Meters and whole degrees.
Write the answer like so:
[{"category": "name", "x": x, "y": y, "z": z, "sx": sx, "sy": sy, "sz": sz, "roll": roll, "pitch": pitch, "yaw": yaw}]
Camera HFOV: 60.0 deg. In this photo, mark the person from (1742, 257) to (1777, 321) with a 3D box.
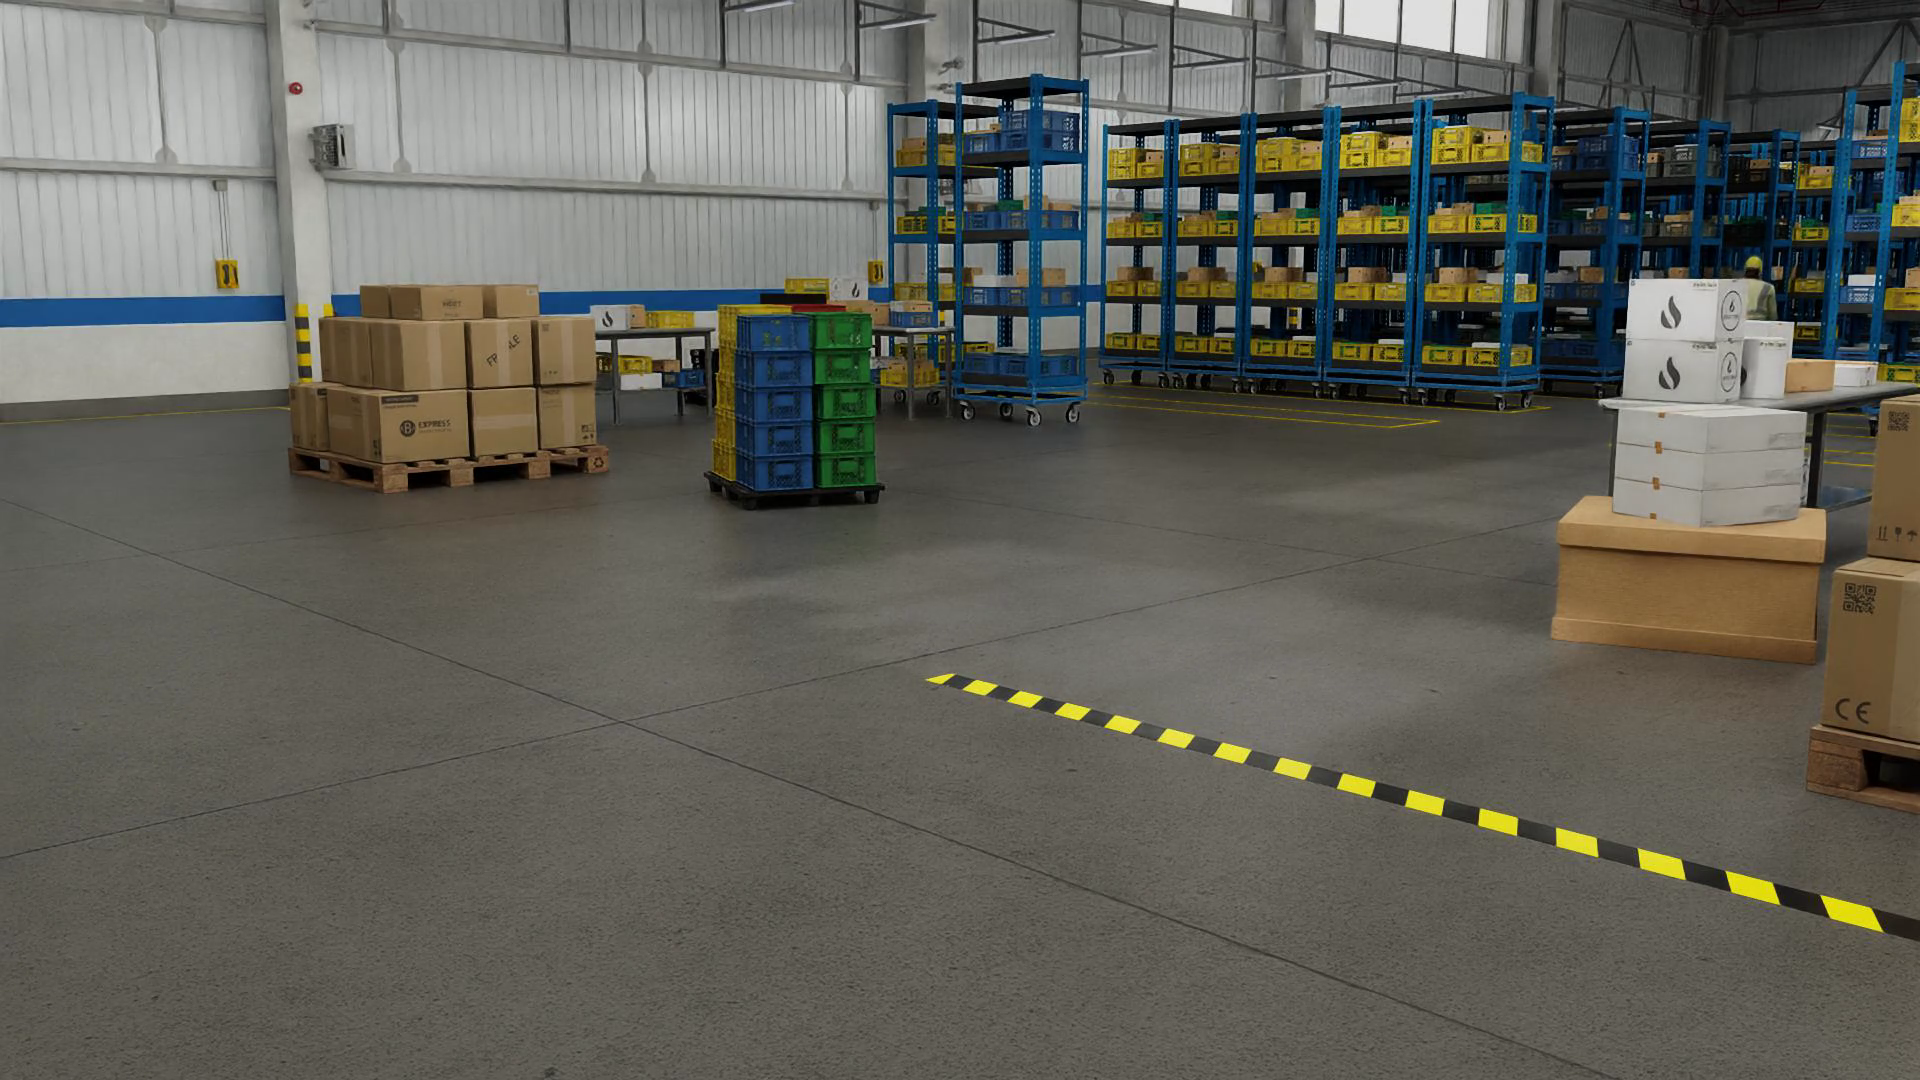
[{"category": "person", "x": 10.013, "y": -2.693, "z": 21.098, "sx": 0.608, "sy": 1.788, "sz": 0.933, "roll": 6, "pitch": 11, "yaw": 34}]
